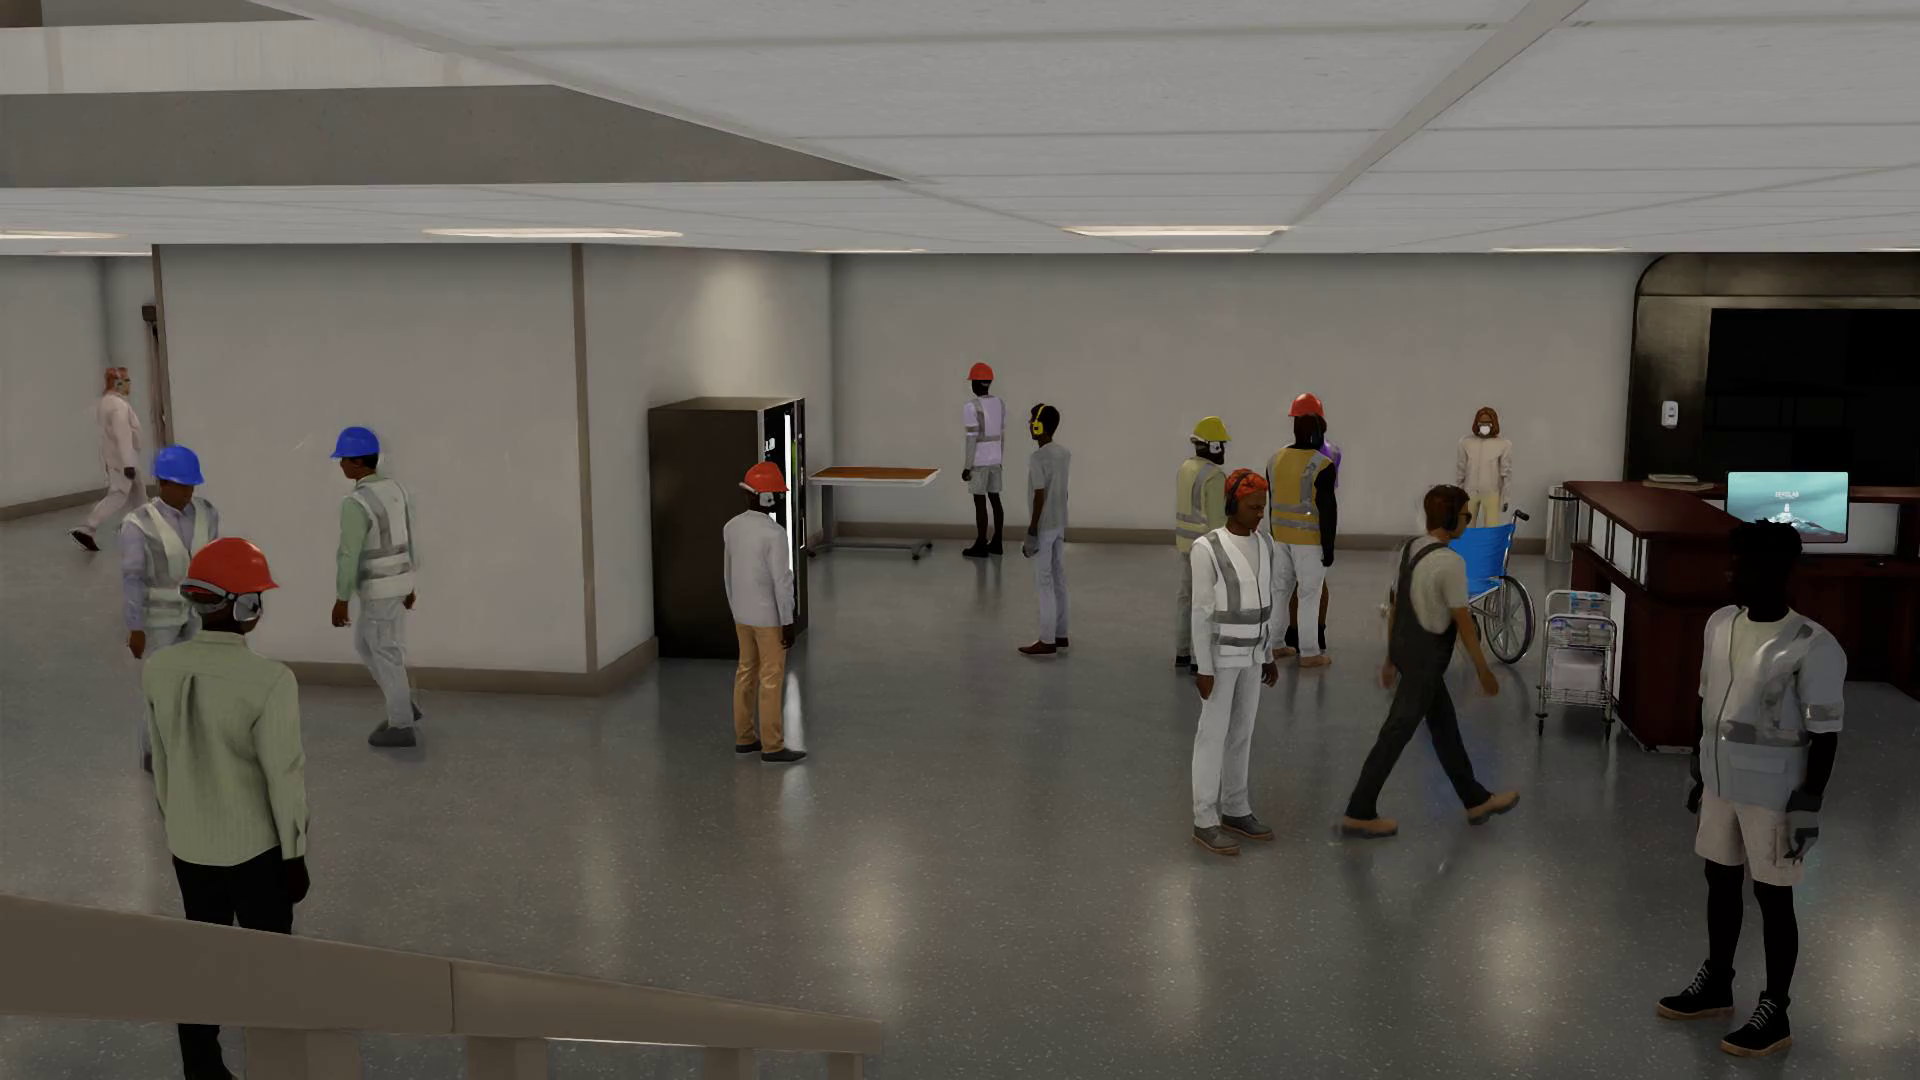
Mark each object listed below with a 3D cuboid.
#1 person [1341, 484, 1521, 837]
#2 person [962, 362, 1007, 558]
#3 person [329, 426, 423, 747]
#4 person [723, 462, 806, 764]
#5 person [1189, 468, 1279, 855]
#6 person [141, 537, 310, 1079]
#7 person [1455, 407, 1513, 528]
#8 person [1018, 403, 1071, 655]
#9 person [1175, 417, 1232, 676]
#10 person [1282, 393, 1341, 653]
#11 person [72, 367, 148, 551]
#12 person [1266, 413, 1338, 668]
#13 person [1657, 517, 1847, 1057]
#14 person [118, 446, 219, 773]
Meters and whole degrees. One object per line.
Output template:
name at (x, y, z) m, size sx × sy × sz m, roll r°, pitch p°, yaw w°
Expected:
person at (2.383, 0.615, 8.335) m, size 1.001 × 1.787 × 0.519 m, roll -1°, pitch 9°, yaw -7°
person at (0.219, -0.794, 16.551) m, size 0.376 × 1.939 × 0.547 m, roll 9°, pitch 13°, yaw 44°
person at (-3.476, 0.287, 9.914) m, size 0.484 × 1.927 × 0.622 m, roll 0°, pitch 9°, yaw 1°
person at (-1.131, 0.416, 9.655) m, size 0.335 × 1.749 × 0.575 m, roll -8°, pitch 12°, yaw -42°
person at (1.359, 0.587, 8.206) m, size 0.572 × 1.884 × 0.356 m, roll -9°, pitch 13°, yaw -43°
person at (-2.383, 0.977, 5.500) m, size 0.607 × 1.986 × 0.406 m, roll 4°, pitch 10°, yaw 21°
person at (4.734, -0.395, 15.071) m, size 0.504 × 1.627 × 0.285 m, roll 5°, pitch 11°, yaw 31°
person at (0.631, -0.076, 12.334) m, size 0.331 × 1.874 × 0.519 m, roll 6°, pitch 11°, yaw 33°
person at (1.733, 0.042, 11.768) m, size 0.404 × 1.826 × 0.593 m, roll -3°, pitch 10°, yaw -17°
person at (2.564, -0.125, 12.429) m, size 0.550 × 1.937 × 0.357 m, roll -5°, pitch 11°, yaw -29°
person at (-8.622, -0.829, 16.975) m, size 0.890 × 1.878 × 0.650 m, roll -7°, pitch 11°, yaw -36°
person at (2.477, -0.003, 12.023) m, size 0.431 × 1.835 × 0.623 m, roll -6°, pitch 11°, yaw -35°
person at (2.896, 0.888, 6.088) m, size 0.361 × 1.964 × 0.614 m, roll -3°, pitch 10°, yaw -19°
person at (-4.315, 0.420, 9.232) m, size 0.857 × 1.890 × 0.635 m, roll 6°, pitch 11°, yaw 31°
